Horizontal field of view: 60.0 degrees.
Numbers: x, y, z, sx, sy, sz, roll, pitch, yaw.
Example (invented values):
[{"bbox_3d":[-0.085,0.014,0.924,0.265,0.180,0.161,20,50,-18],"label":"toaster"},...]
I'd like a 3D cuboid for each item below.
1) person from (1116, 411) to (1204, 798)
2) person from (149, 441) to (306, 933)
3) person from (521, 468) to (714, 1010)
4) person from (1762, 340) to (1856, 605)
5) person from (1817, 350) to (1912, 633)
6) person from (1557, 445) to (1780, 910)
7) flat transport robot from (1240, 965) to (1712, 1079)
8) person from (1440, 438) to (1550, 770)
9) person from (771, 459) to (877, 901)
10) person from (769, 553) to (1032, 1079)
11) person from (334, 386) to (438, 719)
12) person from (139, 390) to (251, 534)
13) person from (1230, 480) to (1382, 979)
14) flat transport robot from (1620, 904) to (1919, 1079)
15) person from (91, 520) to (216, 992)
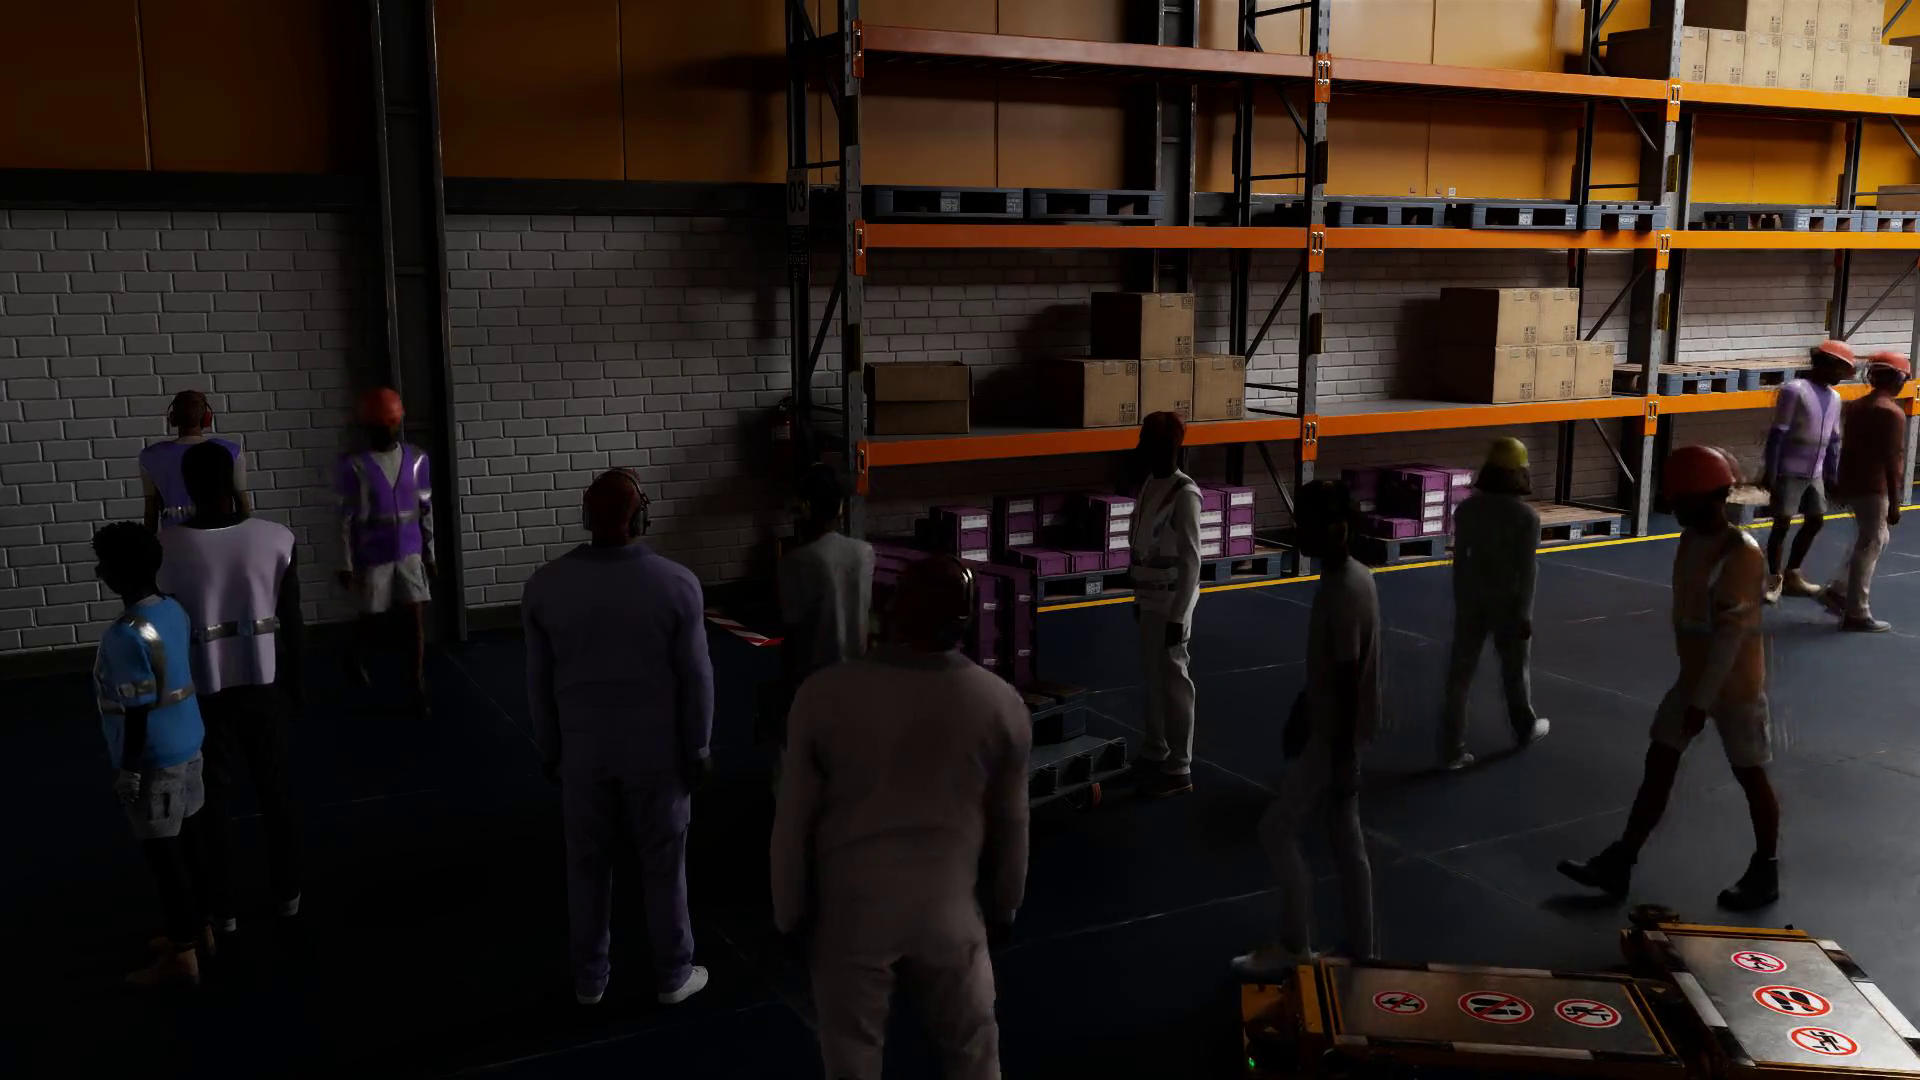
[{"bbox_3d":[0.984,0.309,8.116,0.353,1.883,0.573,-2,10,-13],"label":"person"},{"bbox_3d":[-2.851,0.575,6.492,0.597,1.914,0.371,-8,13,-39],"label":"person"},{"bbox_3d":[-1.165,0.700,5.798,0.644,1.908,0.408,0,10,2],"label":"person"},{"bbox_3d":[6.320,-0.498,12.502,0.709,1.988,0.383,-4,11,-22],"label":"person"},{"bbox_3d":[6.370,-0.339,11.592,0.431,1.968,0.682,1,10,4],"label":"person"},{"bbox_3d":[2.922,0.567,6.626,0.967,1.875,0.577,-1,10,-8],"label":"person"},{"bbox_3d":[1.638,1.593,5.362,1.431,0.197,0.652,1,10,8],"label":"flat transport robot"},{"bbox_3d":[2.790,0.312,8.617,0.889,1.687,0.505,-9,14,-43],"label":"person"},{"bbox_3d":[-0.511,0.614,6.457,0.495,1.857,0.423,-9,14,-43],"label":"person"},{"bbox_3d":[-0.124,0.972,4.344,0.742,1.872,0.500,-3,10,-16],"label":"person"},{"bbox_3d":[-3.331,0.050,9.574,0.560,1.908,0.769,-9,13,-41],"label":"person"},{"bbox_3d":[-4.441,0.049,9.717,0.572,1.844,0.376,-5,11,-24],"label":"person"},{"bbox_3d":[1.265,0.691,6.008,0.548,1.853,0.545,3,10,19],"label":"person"},{"bbox_3d":[2.699,1.572,5.485,0.652,0.197,1.431,1,10,8],"label":"flat transport robot"},{"bbox_3d":[-2.910,0.770,6.000,0.320,1.694,0.537,-1,10,-7],"label":"person"}]
